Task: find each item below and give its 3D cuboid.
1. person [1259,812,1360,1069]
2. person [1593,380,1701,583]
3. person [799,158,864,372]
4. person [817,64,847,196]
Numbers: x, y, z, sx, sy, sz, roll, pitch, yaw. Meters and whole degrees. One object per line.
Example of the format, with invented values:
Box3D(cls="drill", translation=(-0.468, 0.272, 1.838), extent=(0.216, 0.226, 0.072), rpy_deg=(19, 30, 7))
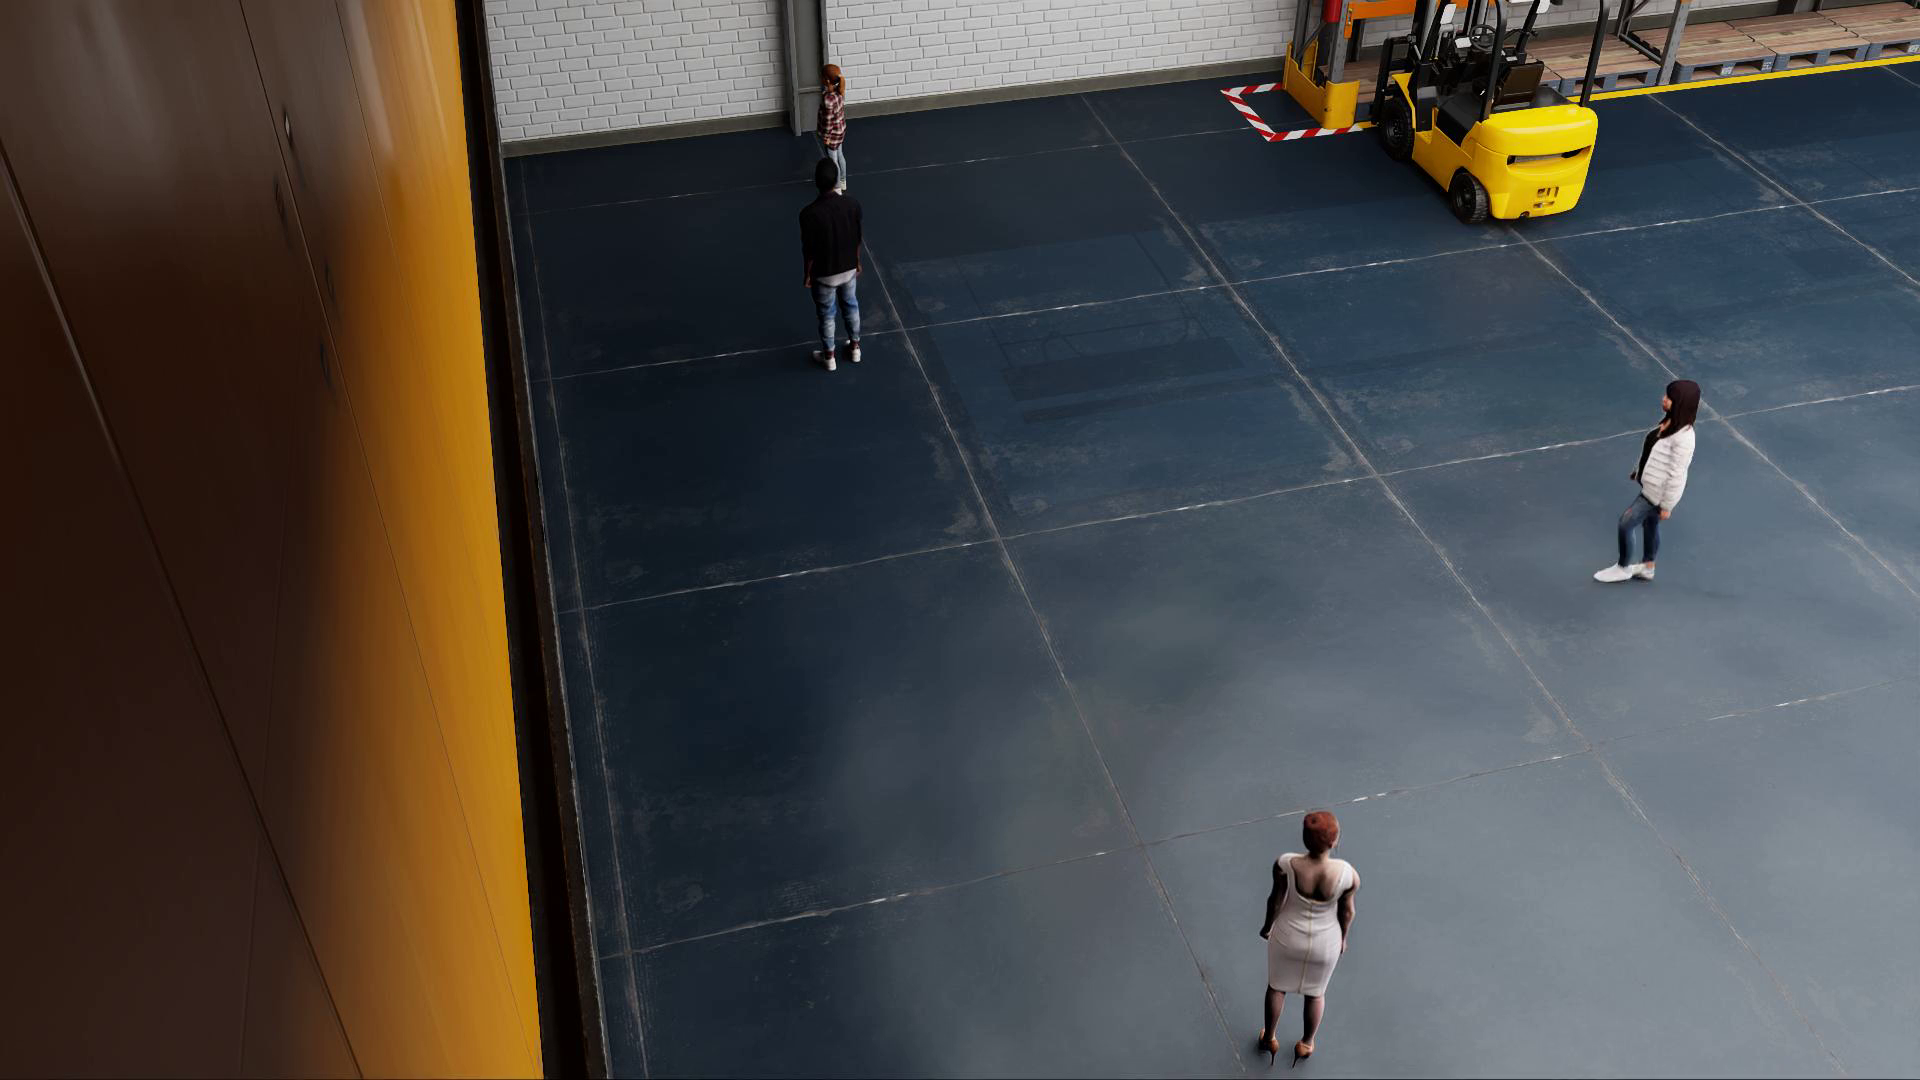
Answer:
Box3D(cls="person", translation=(1.682, 1.970, 8.170), extent=(0.592, 1.789, 0.711), rpy_deg=(9, 39, 11))
Box3D(cls="person", translation=(4.787, -0.359, 11.218), extent=(0.792, 1.624, 0.760), rpy_deg=(6, 39, 7))
Box3D(cls="person", translation=(-1.018, -2.214, 13.387), extent=(0.616, 1.815, 0.801), rpy_deg=(-18, 42, -21))
Box3D(cls="person", translation=(-1.213, -3.933, 15.948), extent=(0.654, 1.306, 0.621), rpy_deg=(11, 40, 13))
